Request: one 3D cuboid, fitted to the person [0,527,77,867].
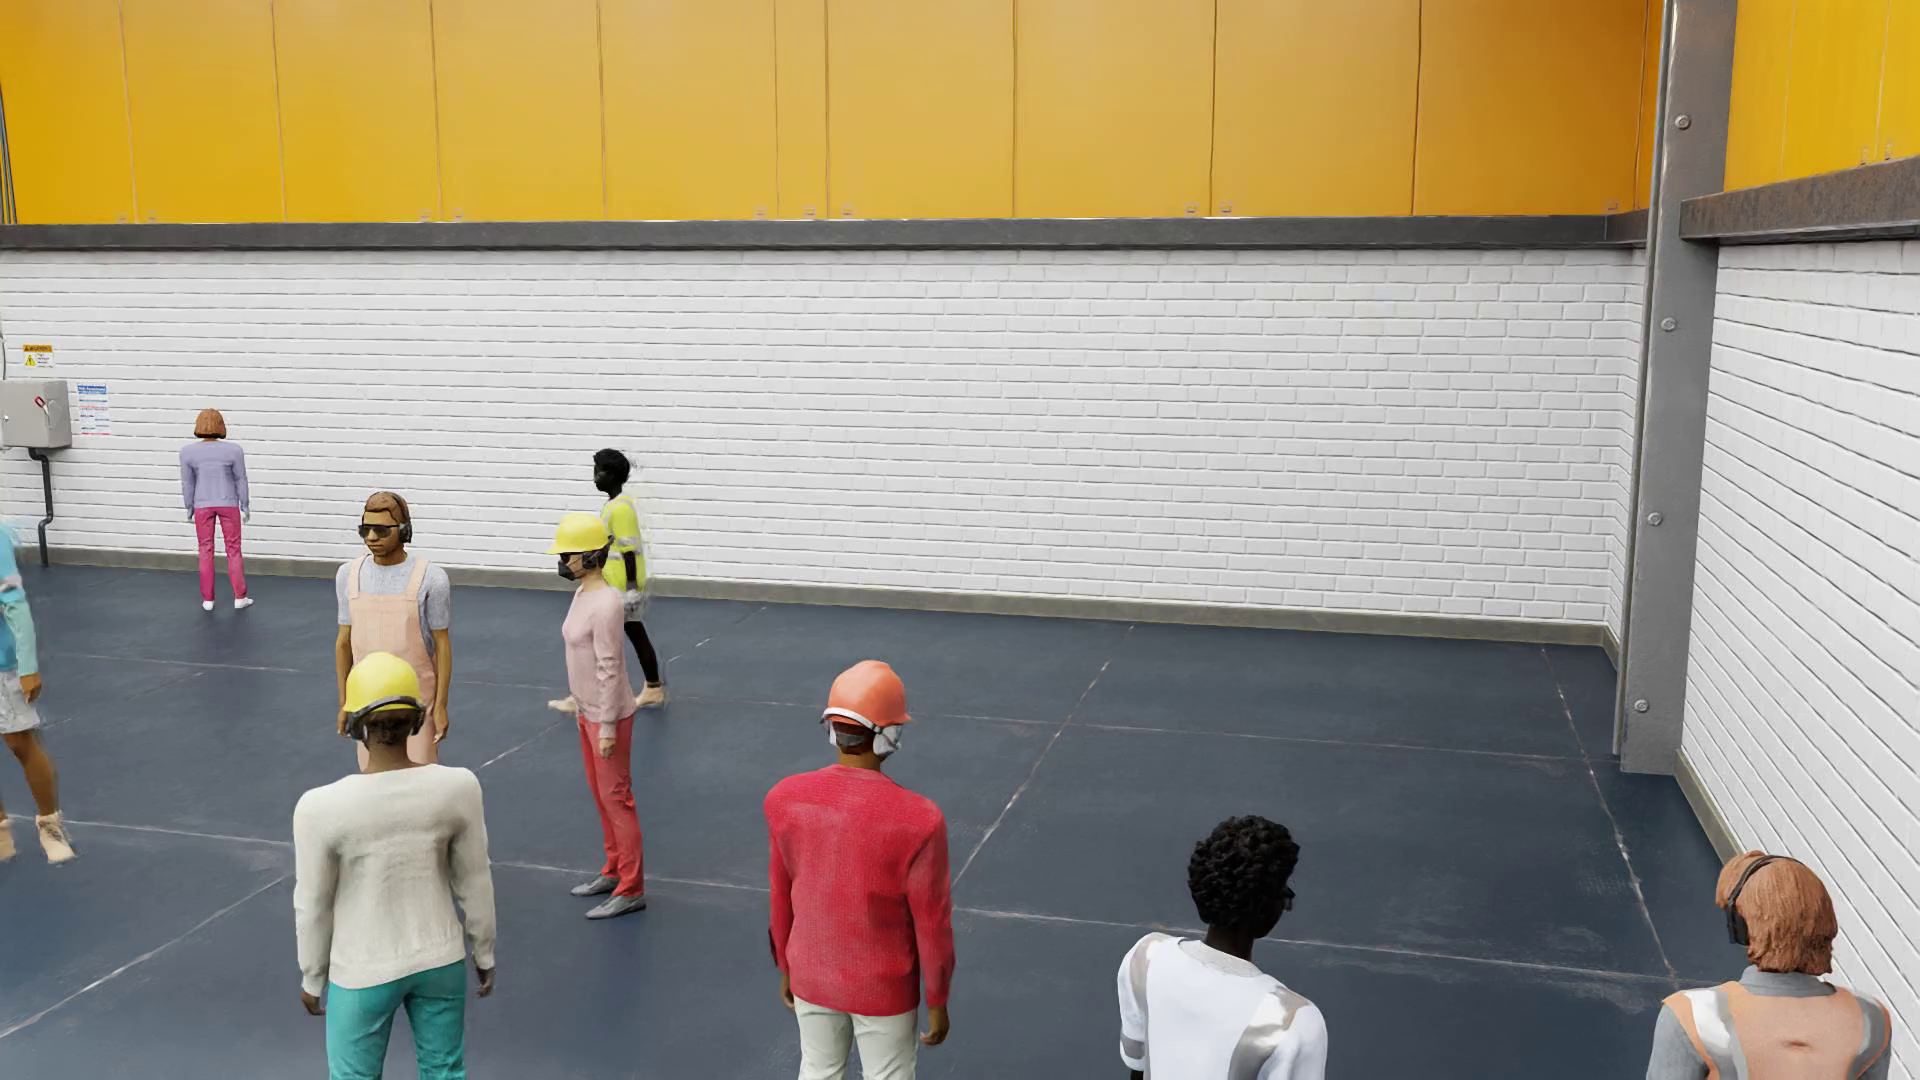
[{"bbox_3d":[-4.507,0.559,7.657,0.691,1.992,0.543,3,10,17],"label":"person"}]

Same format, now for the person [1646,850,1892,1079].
[{"bbox_3d":[1.646,1.447,3.458,0.527,1.631,0.321,-1,10,-7],"label":"person"}]

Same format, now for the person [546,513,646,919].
[{"bbox_3d":[-1.578,0.754,7.182,0.341,1.761,0.527,-4,11,-25],"label":"person"}]

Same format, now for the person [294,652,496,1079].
[{"bbox_3d":[-1.559,1.186,4.637,0.542,1.755,0.384,-8,12,-39],"label":"person"}]

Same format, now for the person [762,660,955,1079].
[{"bbox_3d":[-0.266,1.194,4.630,0.570,1.740,0.354,5,11,26],"label":"person"}]

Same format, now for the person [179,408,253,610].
[{"bbox_3d":[-5.995,-0.247,13.422,0.499,1.633,0.286,-3,10,-15],"label":"person"}]

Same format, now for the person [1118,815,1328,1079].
[{"bbox_3d":[0.554,1.406,3.537,0.319,1.687,0.538,-9,13,-41],"label":"person"}]

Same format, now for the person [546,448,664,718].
[{"bbox_3d":[-2.223,0.271,10.285,0.815,1.657,0.545,-2,10,-14],"label":"person"}]

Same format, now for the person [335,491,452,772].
[{"bbox_3d":[-2.453,0.702,7.217,0.508,1.846,0.345,0,10,2],"label":"person"}]
